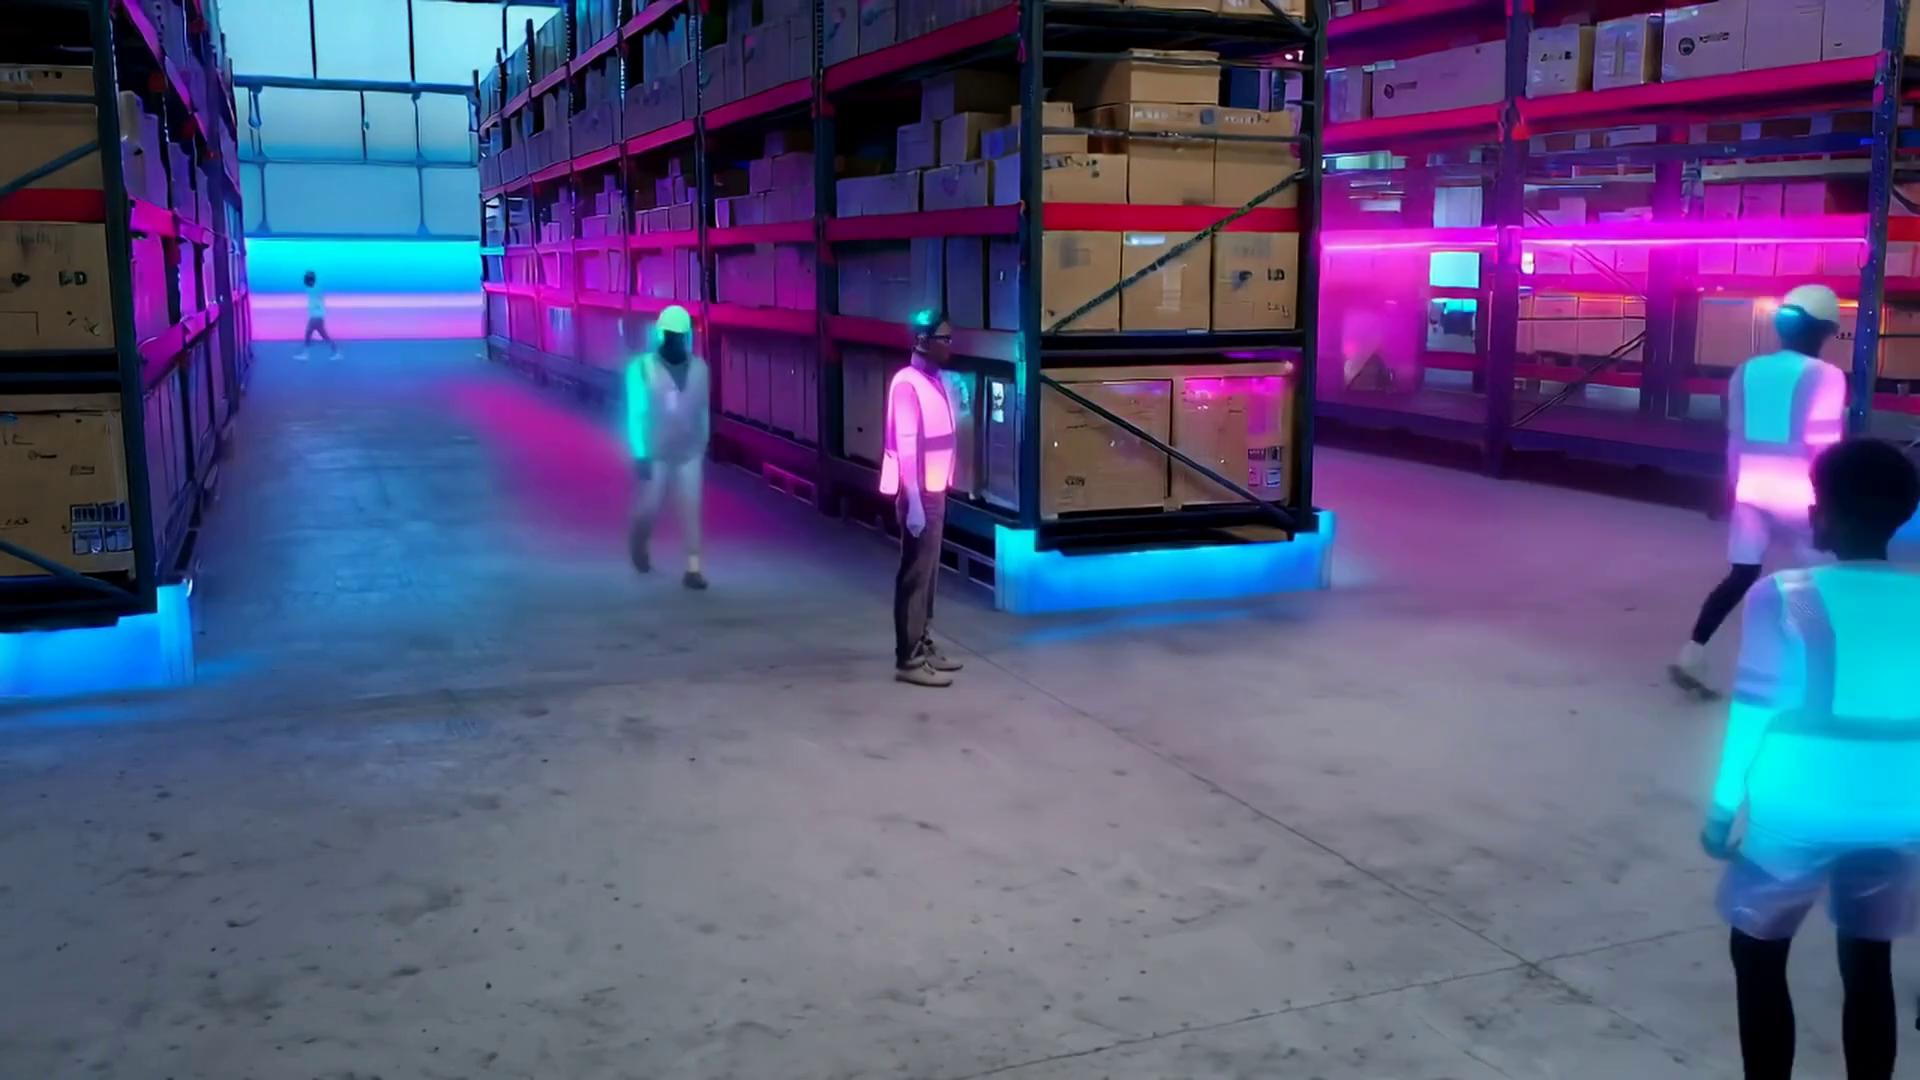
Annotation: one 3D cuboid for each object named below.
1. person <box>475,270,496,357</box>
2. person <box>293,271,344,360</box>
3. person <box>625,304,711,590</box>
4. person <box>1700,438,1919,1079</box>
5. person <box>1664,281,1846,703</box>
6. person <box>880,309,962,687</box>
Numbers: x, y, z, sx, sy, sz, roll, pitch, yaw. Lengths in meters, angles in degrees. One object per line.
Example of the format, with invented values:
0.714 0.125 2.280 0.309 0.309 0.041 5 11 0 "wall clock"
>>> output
-10.309 -4.995 36.639 0.739 1.919 0.624 -4 10 -24 "person"
-13.713 -4.786 35.512 1.010 1.893 0.555 -4 10 -22 "person"
-1.867 -0.600 10.642 0.601 1.817 0.674 -6 11 -34 "person"
1.975 0.617 3.740 0.565 1.683 0.344 -1 10 -8 "person"
3.808 -0.213 7.806 1.019 1.998 0.624 -4 10 -24 "person"
-0.196 -0.214 8.232 0.380 1.845 0.570 2 10 11 "person"
